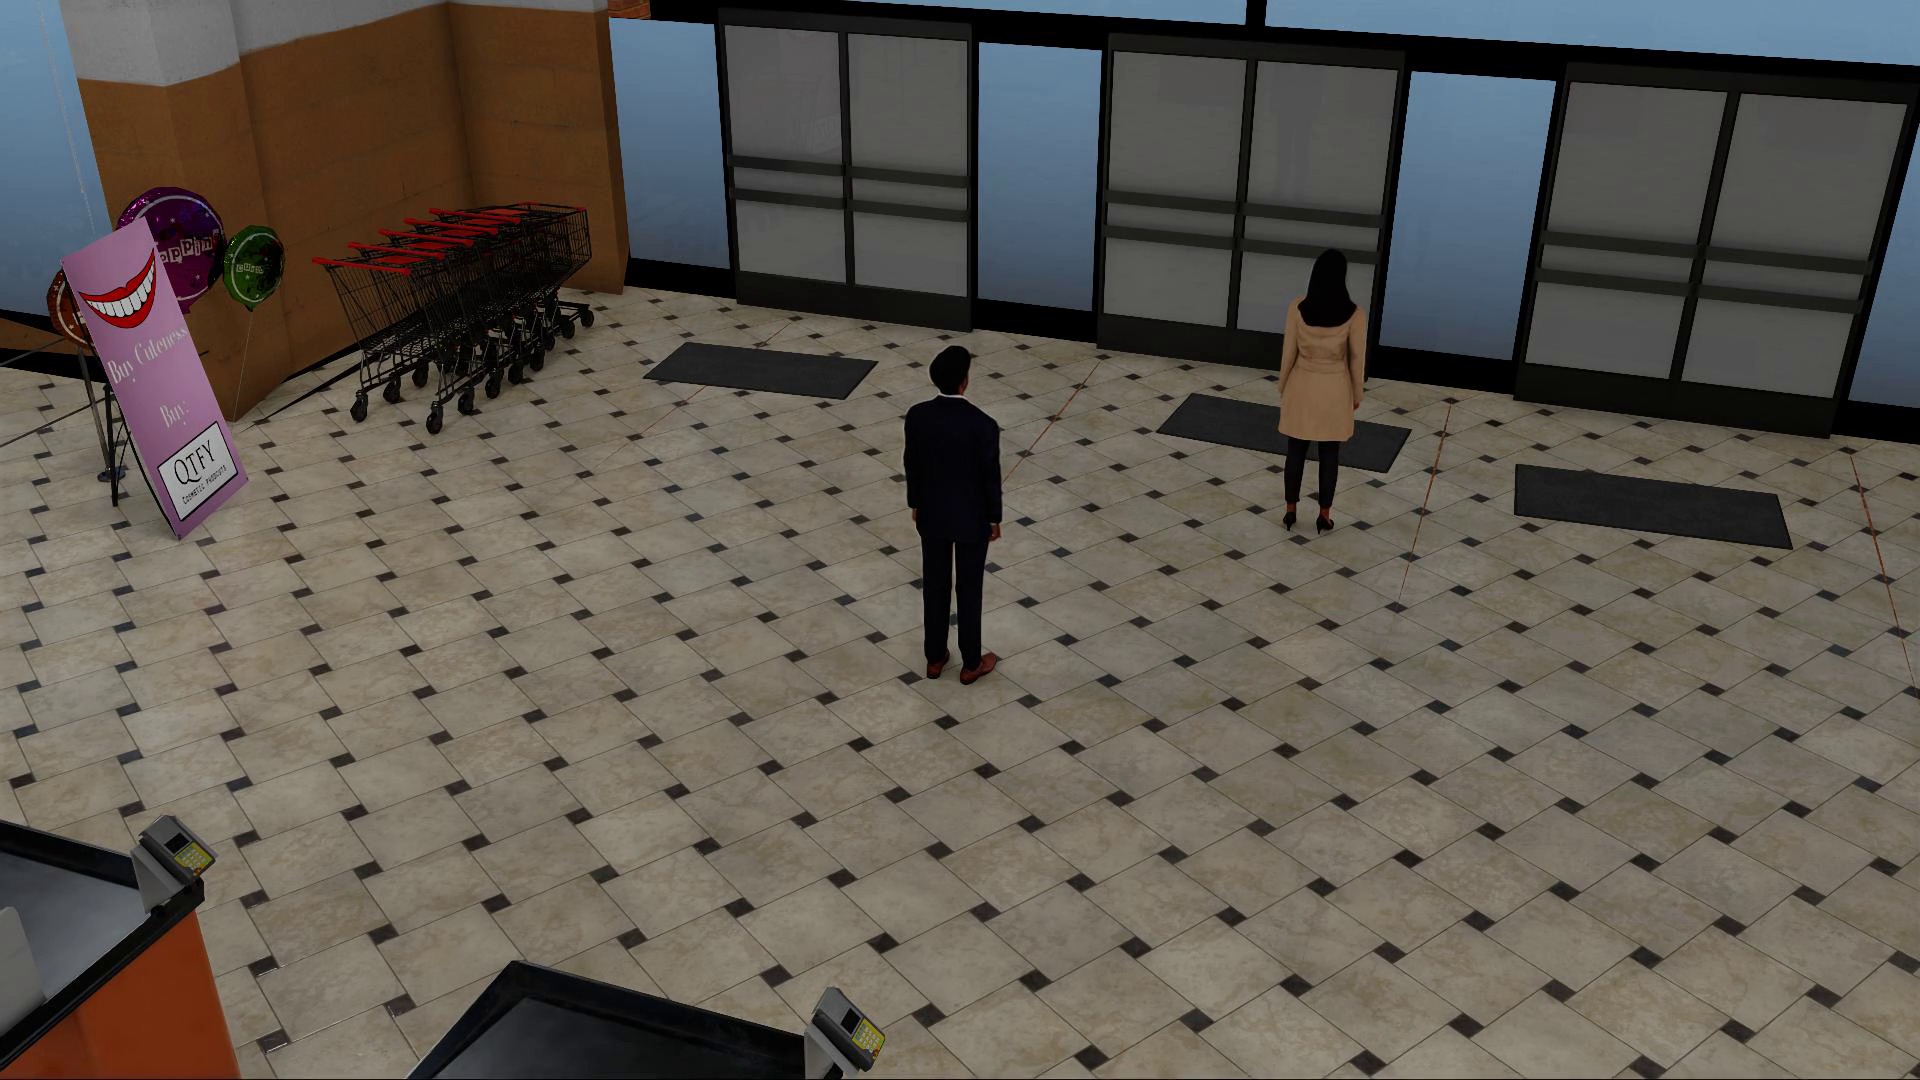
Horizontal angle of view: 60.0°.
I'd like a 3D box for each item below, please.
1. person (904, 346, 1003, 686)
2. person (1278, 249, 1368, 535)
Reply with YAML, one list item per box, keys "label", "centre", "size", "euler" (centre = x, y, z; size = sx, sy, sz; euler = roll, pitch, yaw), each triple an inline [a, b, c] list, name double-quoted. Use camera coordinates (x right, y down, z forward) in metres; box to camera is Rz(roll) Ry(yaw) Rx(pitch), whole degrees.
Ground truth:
- label: "person"
  centre: [-0.035, -0.105, 7.933]
  size: [0.620, 1.728, 0.515]
  euler: [9, 28, 17]
- label: "person"
  centre: [2.028, -0.822, 9.398]
  size: [0.628, 1.682, 0.503]
  euler: [9, 28, 17]
